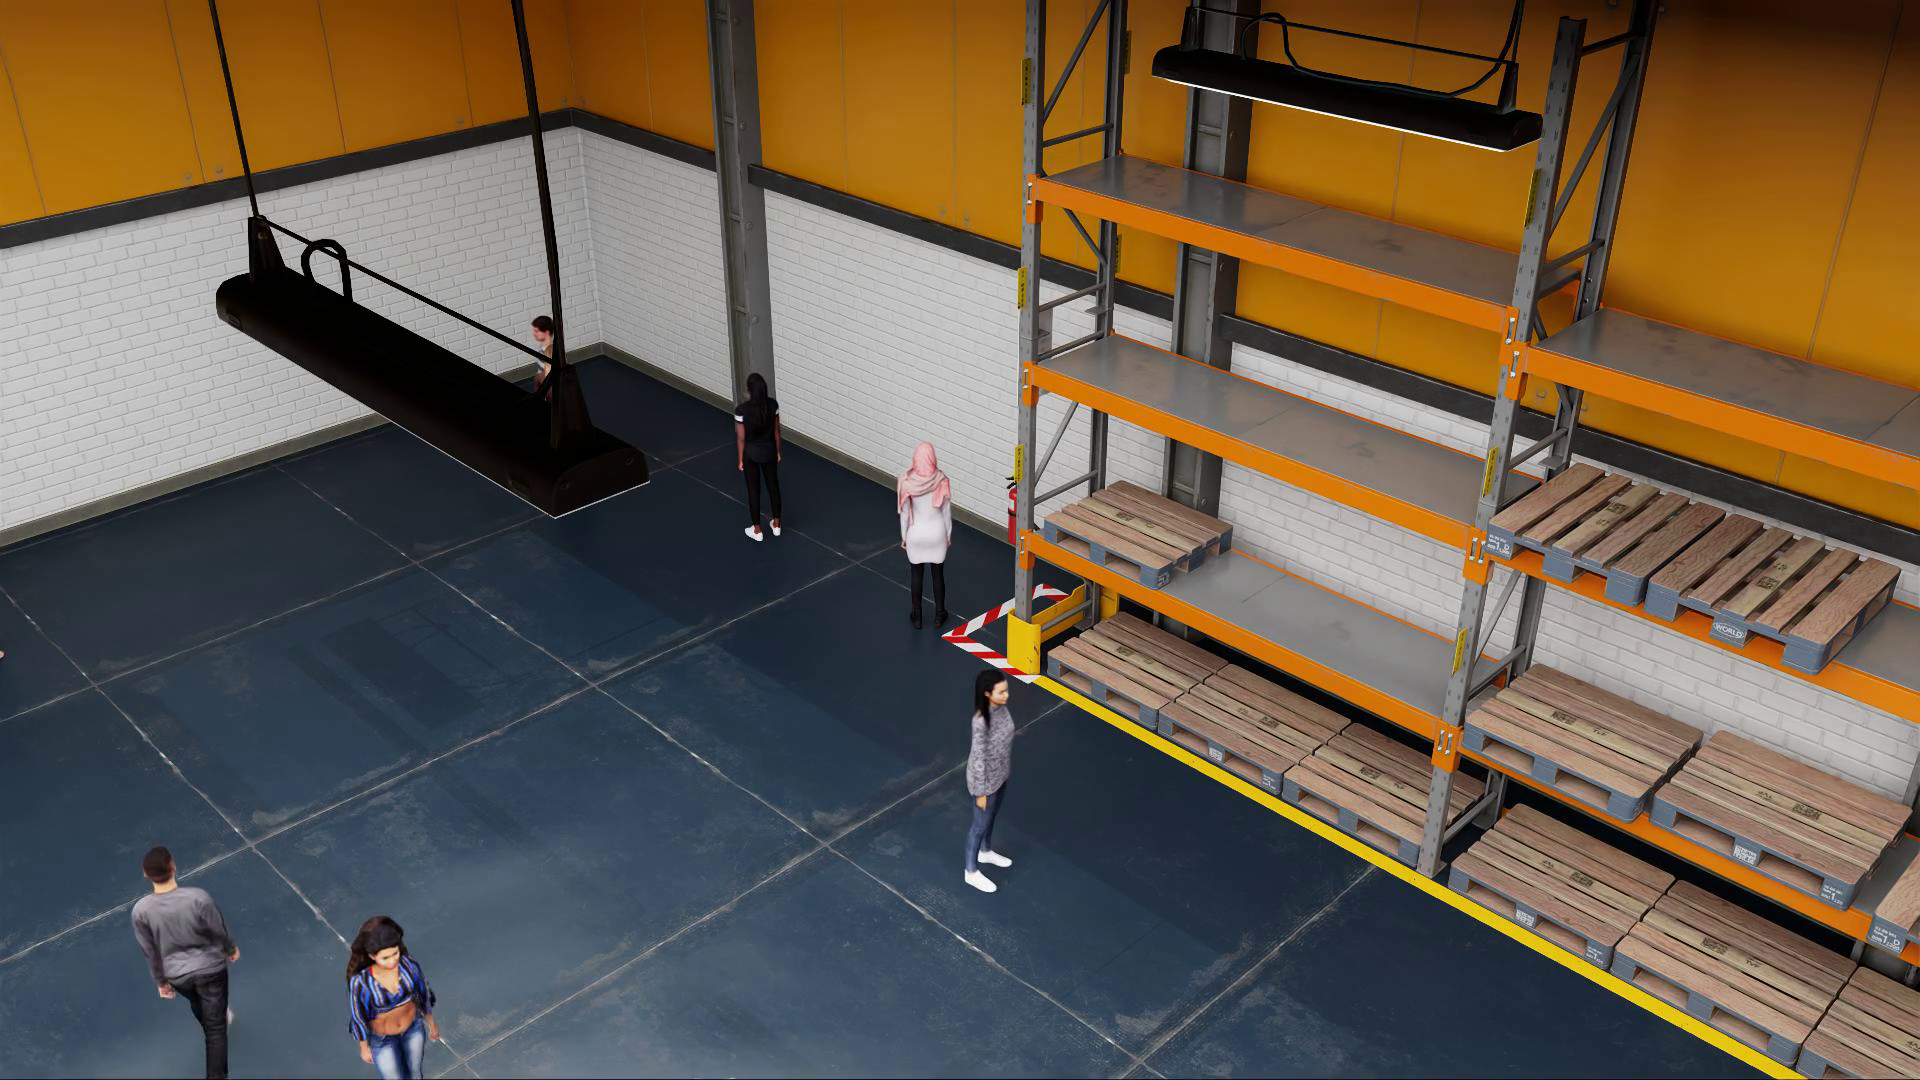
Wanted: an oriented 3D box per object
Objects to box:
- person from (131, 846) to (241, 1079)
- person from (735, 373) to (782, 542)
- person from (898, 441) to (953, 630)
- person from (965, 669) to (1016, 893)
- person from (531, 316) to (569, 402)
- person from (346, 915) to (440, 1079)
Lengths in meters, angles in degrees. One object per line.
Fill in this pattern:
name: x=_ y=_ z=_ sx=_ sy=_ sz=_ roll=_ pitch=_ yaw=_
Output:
person: x=-4.519 y=2.600 z=9.830 sx=1.038 sy=1.722 sz=1.207 roll=-5 pitch=29 yaw=-9
person: x=-1.935 y=-0.818 z=16.090 sx=0.670 sy=1.729 sz=0.662 roll=-15 pitch=32 yaw=-26
person: x=-0.292 y=-0.040 z=14.584 sx=0.736 sy=1.804 sz=0.791 roll=-1 pitch=29 yaw=-2
person: x=0.200 y=1.632 z=11.596 sx=0.655 sy=1.731 sz=0.688 roll=11 pitch=31 yaw=20
person: x=-4.132 y=-1.440 z=17.106 sx=0.751 sy=1.847 sz=0.543 roll=-16 pitch=33 yaw=-27
person: x=-3.280 y=2.804 z=9.571 sx=0.650 sy=1.611 sz=0.621 roll=-22 pitch=36 yaw=-35
